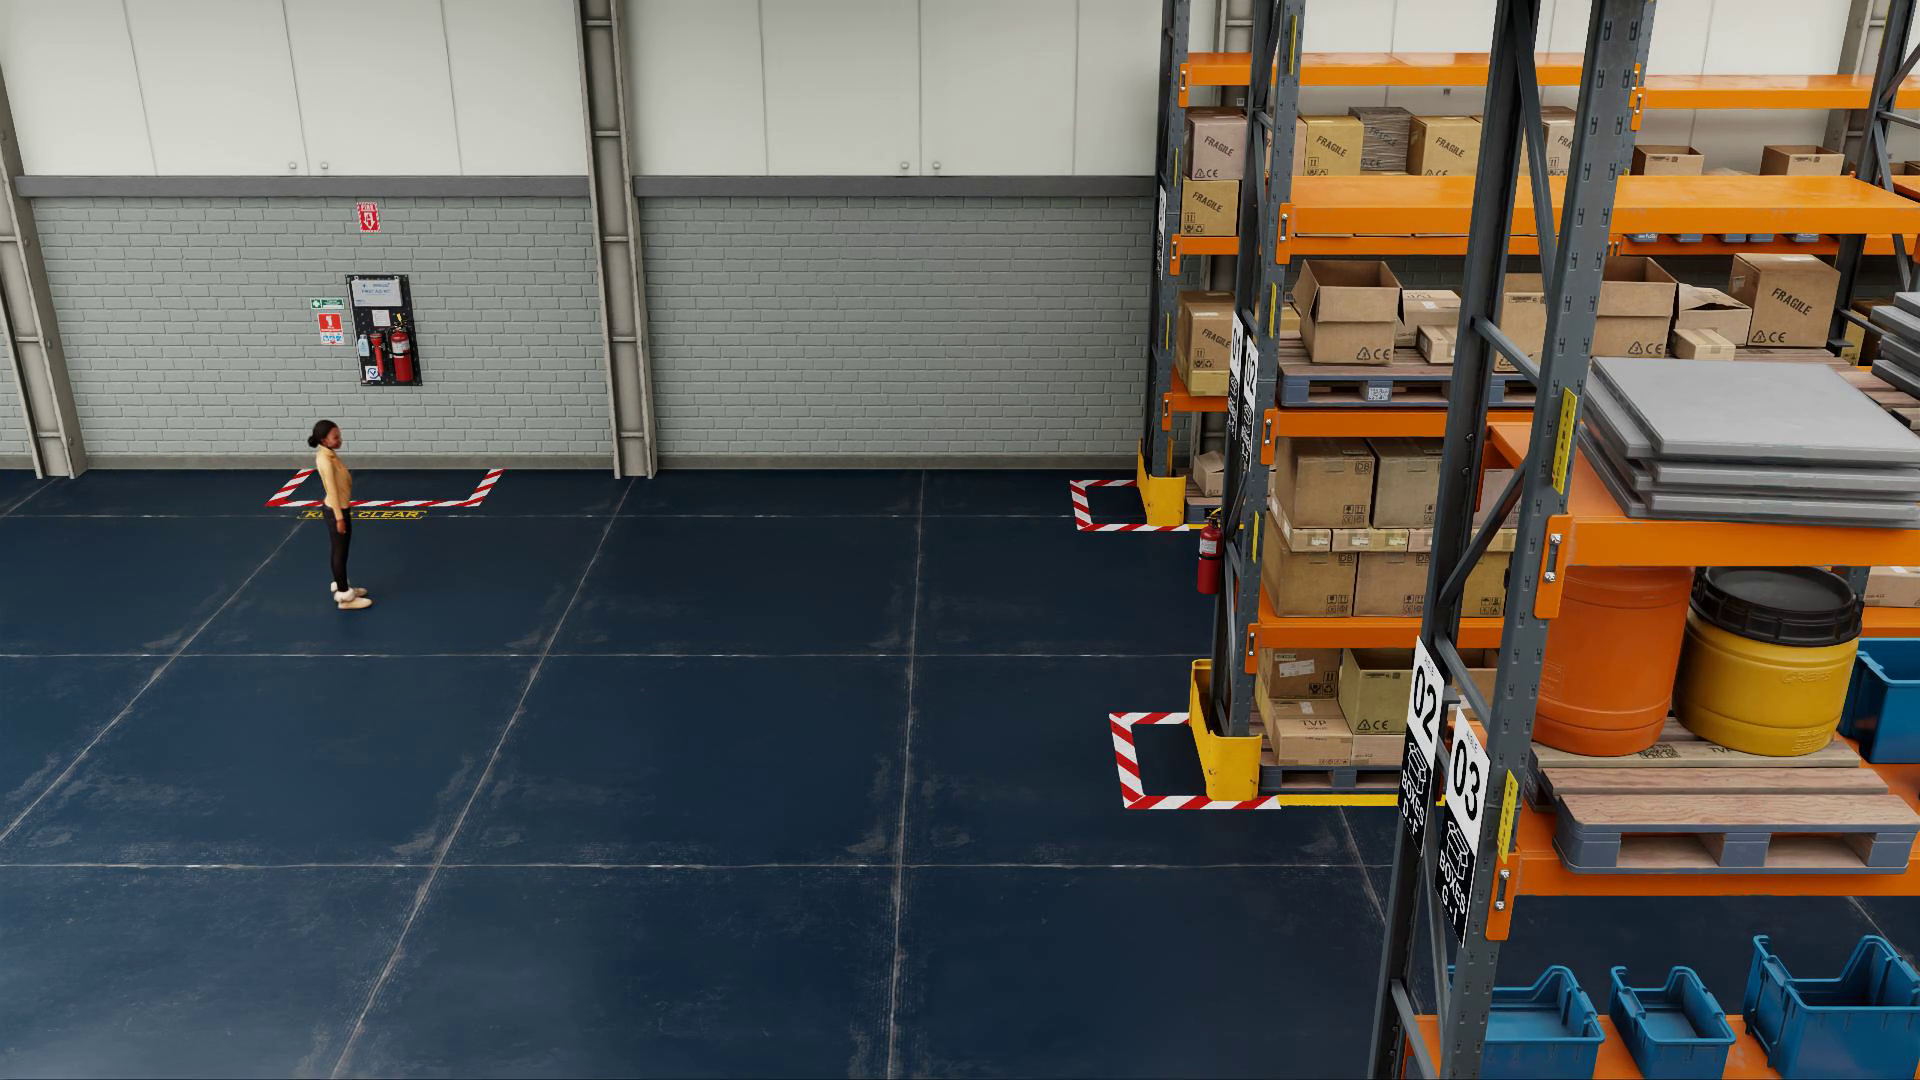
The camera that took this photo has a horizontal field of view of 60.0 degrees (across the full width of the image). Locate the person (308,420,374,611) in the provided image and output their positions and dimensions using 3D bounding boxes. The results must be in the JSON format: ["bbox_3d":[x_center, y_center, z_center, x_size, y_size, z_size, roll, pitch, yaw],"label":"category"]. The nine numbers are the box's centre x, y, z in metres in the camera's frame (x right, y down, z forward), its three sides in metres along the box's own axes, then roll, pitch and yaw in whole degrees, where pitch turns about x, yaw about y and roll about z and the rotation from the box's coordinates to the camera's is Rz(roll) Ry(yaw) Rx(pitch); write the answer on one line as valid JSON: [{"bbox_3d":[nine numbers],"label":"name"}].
[{"bbox_3d":[-5.312,-0.228,14.162,0.662,1.658,0.666,-9,25,-21],"label":"person"}]
